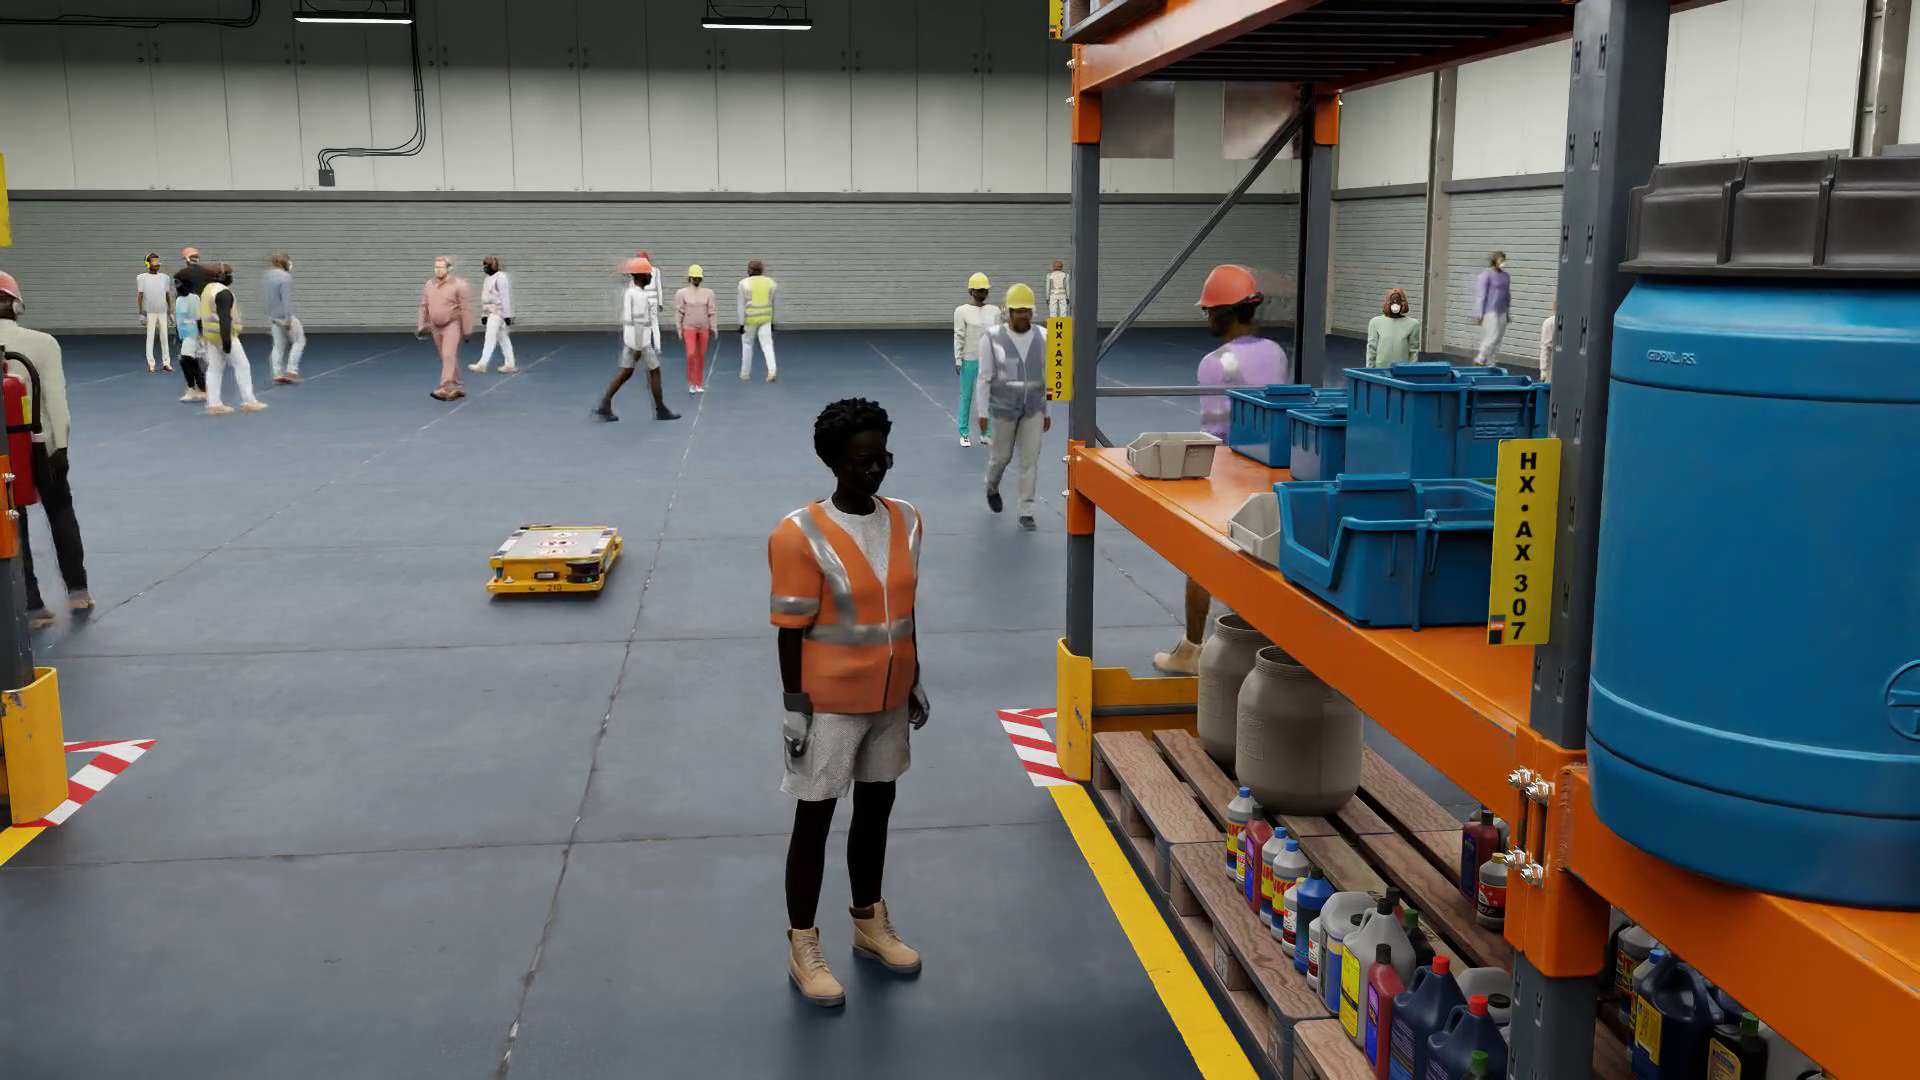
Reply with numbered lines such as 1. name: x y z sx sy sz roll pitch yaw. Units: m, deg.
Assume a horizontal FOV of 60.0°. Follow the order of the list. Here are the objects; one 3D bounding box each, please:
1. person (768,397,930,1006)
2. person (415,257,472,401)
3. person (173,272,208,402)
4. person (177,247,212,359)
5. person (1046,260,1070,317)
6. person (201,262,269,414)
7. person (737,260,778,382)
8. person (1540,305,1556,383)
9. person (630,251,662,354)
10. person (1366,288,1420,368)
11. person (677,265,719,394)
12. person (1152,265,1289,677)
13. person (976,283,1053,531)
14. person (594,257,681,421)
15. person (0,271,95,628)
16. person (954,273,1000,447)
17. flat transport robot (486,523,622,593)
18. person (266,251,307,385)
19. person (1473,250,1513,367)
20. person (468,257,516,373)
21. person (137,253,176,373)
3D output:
1. person: -0.300 0.442 4.690 0.540 1.695 0.317 -10 14 -44
2. person: -6.778 -2.742 21.710 0.644 1.862 0.948 4 11 22
3. person: -9.963 -2.592 21.356 0.553 1.675 0.564 9 14 42
4. person: -13.396 -4.127 29.041 0.672 1.948 0.690 5 11 25
5. person: 2.064 -5.067 35.052 0.514 1.640 0.309 0 10 0
6. person: -8.782 -2.434 20.119 0.783 1.815 0.661 -10 14 -43
7. person: -2.980 -3.237 24.604 0.644 1.803 0.952 -5 12 -27
8. person: 5.928 -1.647 16.346 0.511 1.629 0.299 -3 11 -16
9. person: -5.687 -4.282 30.104 0.603 1.878 0.388 -7 13 -35
10. person: 4.208 -1.629 16.214 0.498 1.634 0.278 2 10 9
11. person: -3.561 -2.862 22.671 0.532 1.740 0.724 -5 11 -24
12. person: 1.364 -0.279 7.809 0.617 2.013 0.943 -9 14 -40
13. person: 0.391 -0.998 12.315 0.600 1.805 0.744 -2 11 -13
14. person: -3.781 -2.312 19.256 0.970 1.904 0.539 -6 12 -28
15. person: -5.216 -0.498 9.174 0.613 1.933 0.792 -3 11 -18
16. person: 0.188 -1.832 16.973 0.532 1.768 0.311 -5 11 -26
17. flat transport robot: -2.532 0.099 10.482 0.652 0.197 1.431 -1 10 -6
18. person: -9.707 -3.187 23.960 0.649 1.919 0.574 9 14 42
19. person: 8.198 -3.452 25.423 0.632 1.928 0.430 -8 13 -36
20. person: -7.418 -3.528 26.133 0.884 1.808 0.655 -6 12 -31
21. person: -12.683 -3.579 26.253 0.531 1.875 0.322 -10 14 -44
